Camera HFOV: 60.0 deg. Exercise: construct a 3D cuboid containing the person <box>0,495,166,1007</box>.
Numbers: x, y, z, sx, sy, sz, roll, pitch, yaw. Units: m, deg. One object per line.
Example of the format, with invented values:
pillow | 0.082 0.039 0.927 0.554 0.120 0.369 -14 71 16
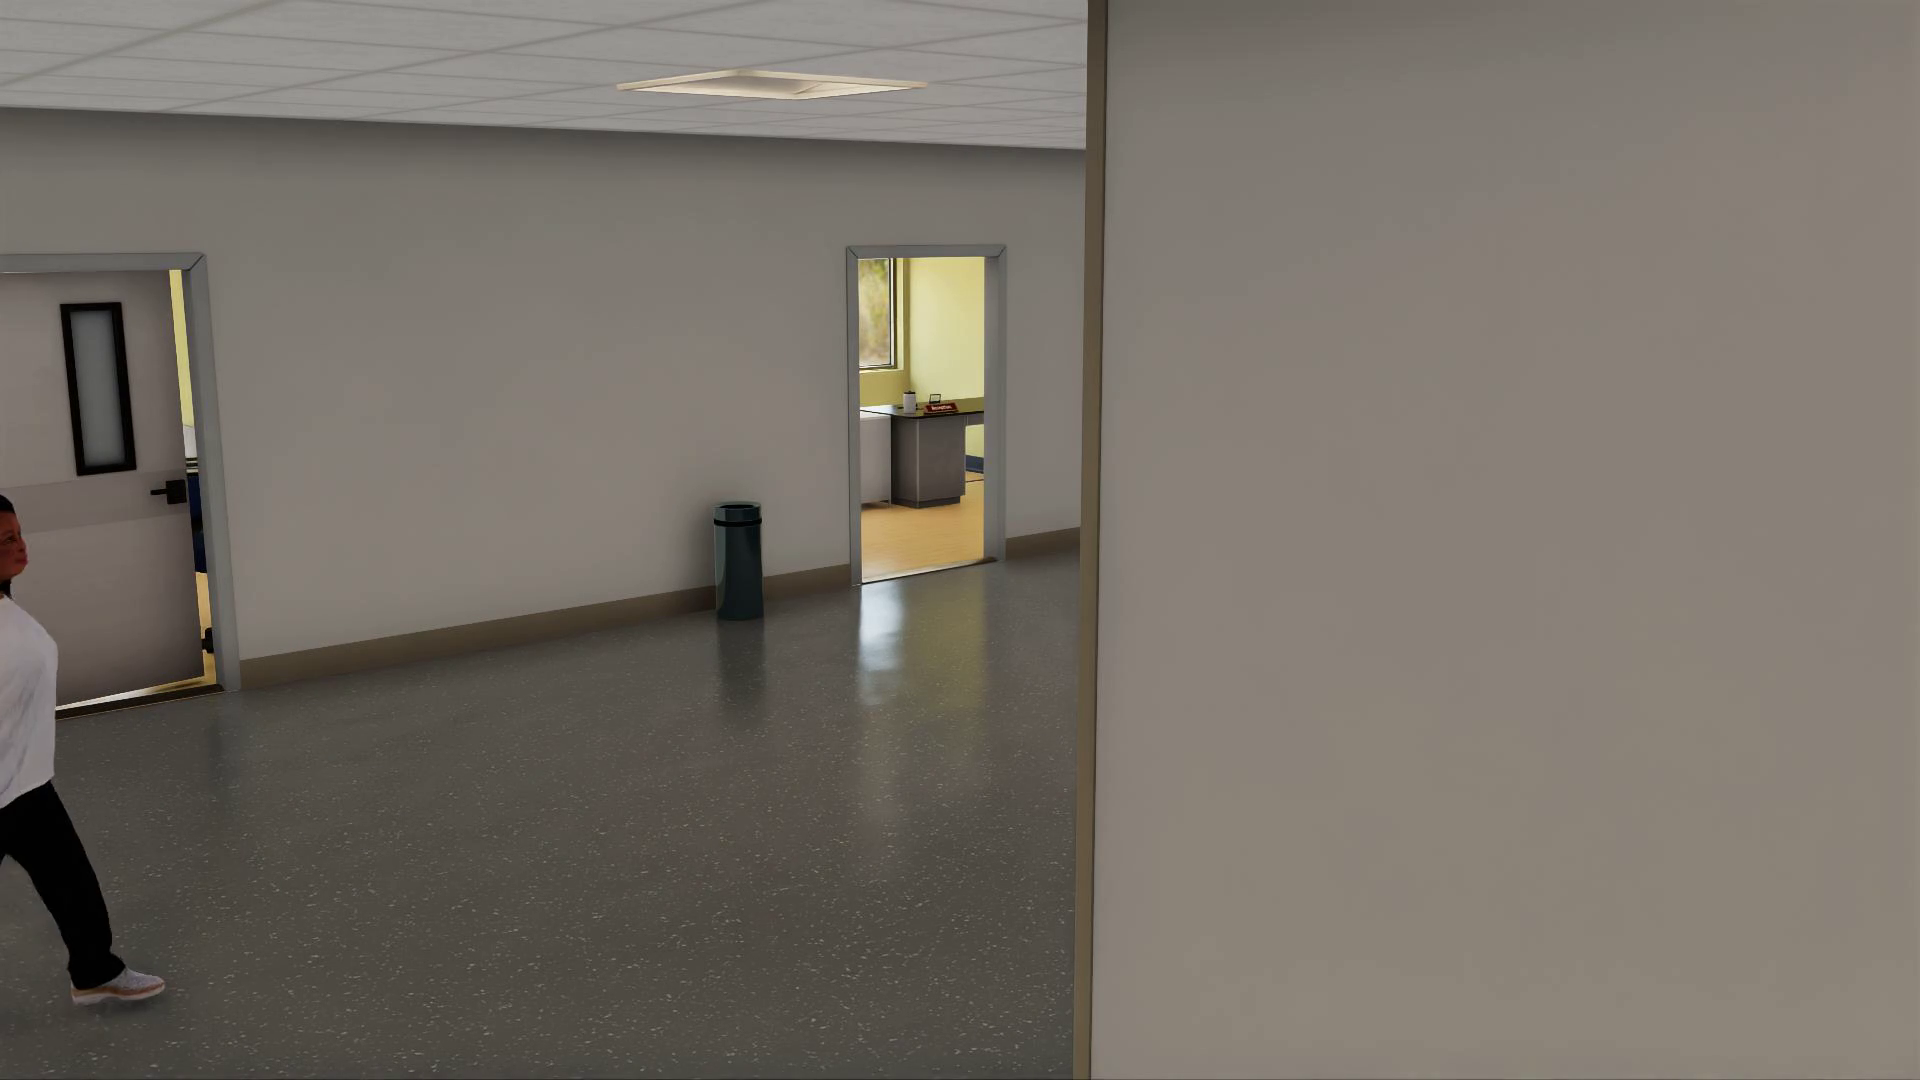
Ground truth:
person | -2.962 0.698 4.978 1.182 1.660 0.950 -3 11 -15
